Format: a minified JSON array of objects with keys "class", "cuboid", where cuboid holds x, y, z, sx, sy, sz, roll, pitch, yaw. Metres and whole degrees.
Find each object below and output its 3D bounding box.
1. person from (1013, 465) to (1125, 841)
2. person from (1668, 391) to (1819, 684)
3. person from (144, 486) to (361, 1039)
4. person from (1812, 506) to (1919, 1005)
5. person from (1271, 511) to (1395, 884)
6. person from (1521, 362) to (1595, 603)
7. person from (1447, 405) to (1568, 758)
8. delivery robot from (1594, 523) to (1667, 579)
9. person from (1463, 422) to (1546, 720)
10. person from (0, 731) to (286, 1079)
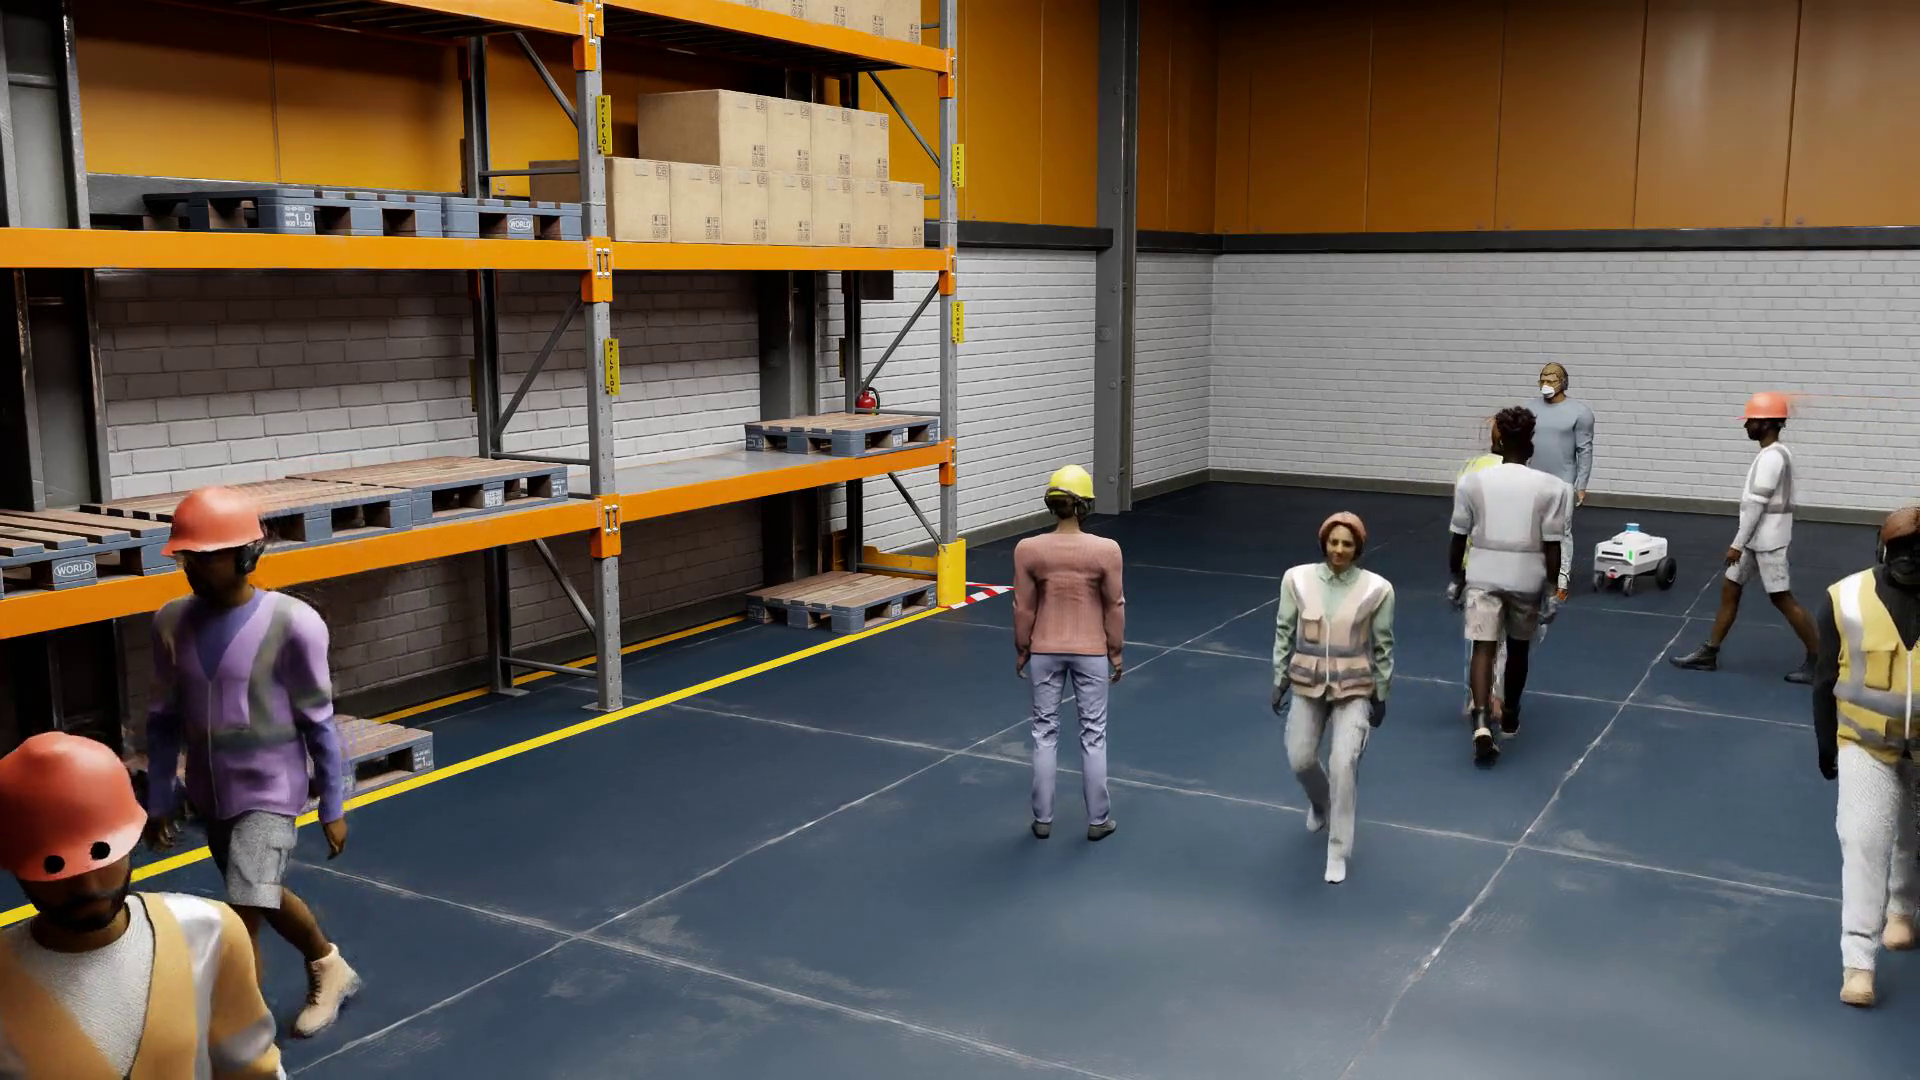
[{"class":"person","cuboid":[0.511,0.532,7.778,0.523,1.762,0.328,2,9,12]},{"class":"person","cuboid":[5.248,-0.018,10.814,0.986,1.898,0.545,4,10,23]},{"class":"person","cuboid":[-2.303,0.796,5.413,0.628,1.998,1.054,3,9,16]},{"class":"person","cuboid":[3.547,0.759,6.256,0.628,1.806,0.946,5,10,26]},{"class":"person","cuboid":[1.665,0.662,7.392,0.525,1.617,0.553,4,10,23]},{"class":"person","cuboid":[4.760,-0.461,13.417,0.633,1.938,0.356,8,12,41]},{"class":"person","cuboid":[3.006,0.222,9.189,0.610,1.935,0.931,3,10,20]},{"class":"delivery robot","cuboid":[5.612,0.104,13.904,0.707,0.478,0.477,-9,13,-43]},{"class":"person","cuboid":[3.204,0.173,9.821,0.453,1.830,0.630,0,9,-2]},{"class":"person","cuboid":[-1.396,1.241,2.887,0.406,1.926,0.681,7,12,38]}]
